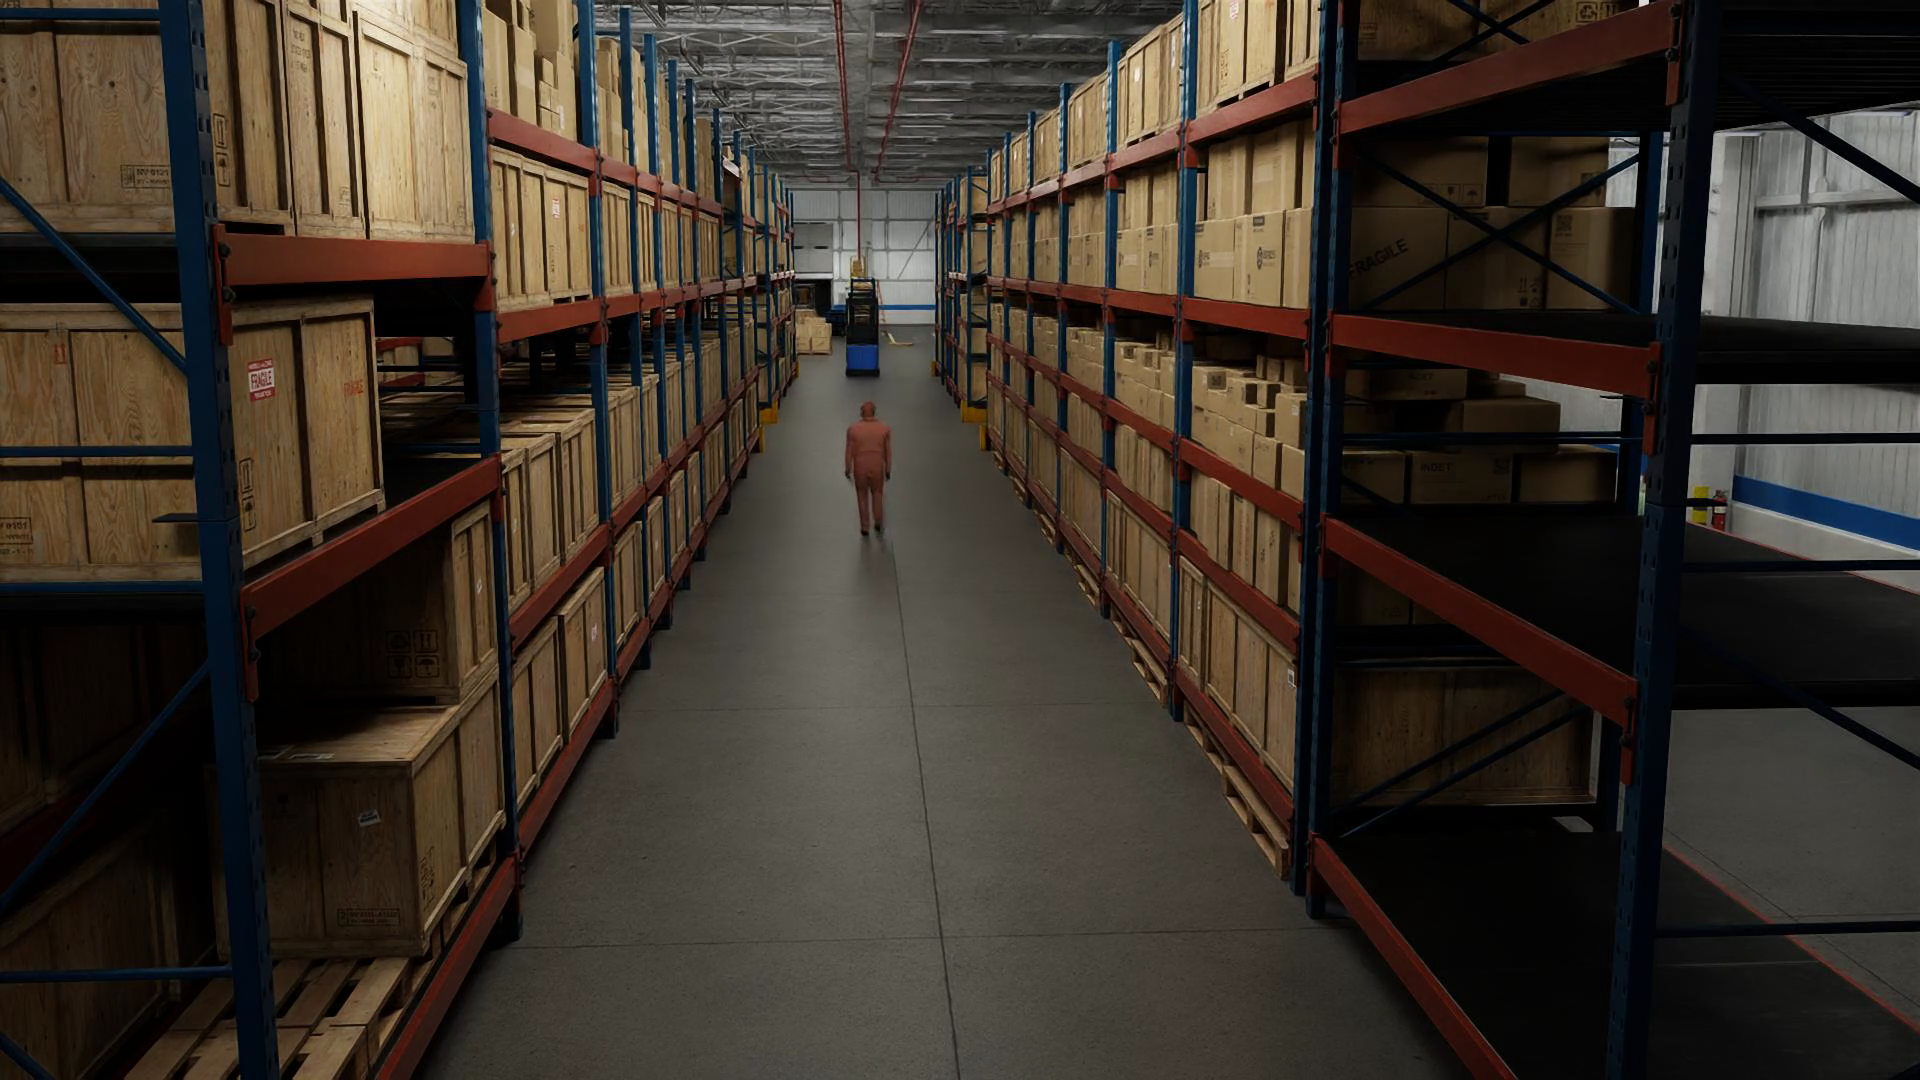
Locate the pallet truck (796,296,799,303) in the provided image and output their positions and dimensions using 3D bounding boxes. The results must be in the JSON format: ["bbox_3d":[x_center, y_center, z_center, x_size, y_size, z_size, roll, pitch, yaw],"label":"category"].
[{"bbox_3d":[-8.622,-12.439,91.403,1.885,1.965,0.823,2,10,13],"label":"pallet truck"}]

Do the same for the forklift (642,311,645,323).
[{"bbox_3d":[-9.658,-5.963,50.086,1.873,2.768,1.129,-1,10,-3],"label":"forklift"}]

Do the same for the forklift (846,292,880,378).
[{"bbox_3d":[-3.252,-6.842,55.337,1.129,2.768,1.873,-1,10,-4],"label":"forklift"}]

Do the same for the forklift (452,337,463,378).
[{"bbox_3d":[-10.634,-3.568,35.782,1.873,2.768,1.129,-1,10,-3],"label":"forklift"}]

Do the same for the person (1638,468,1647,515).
[{"bbox_3d":[6.927,0.143,16.691,0.567,1.848,0.389,7,12,34],"label":"person"}]

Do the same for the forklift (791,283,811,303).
[{"bbox_3d":[-7.481,-10.728,78.548,1.129,2.768,1.873,-2,10,-10],"label":"forklift"}]

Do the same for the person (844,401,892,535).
[{"bbox_3d":[-1.321,-1.029,23.614,0.649,1.881,0.791,-2,10,-11],"label":"person"}]
